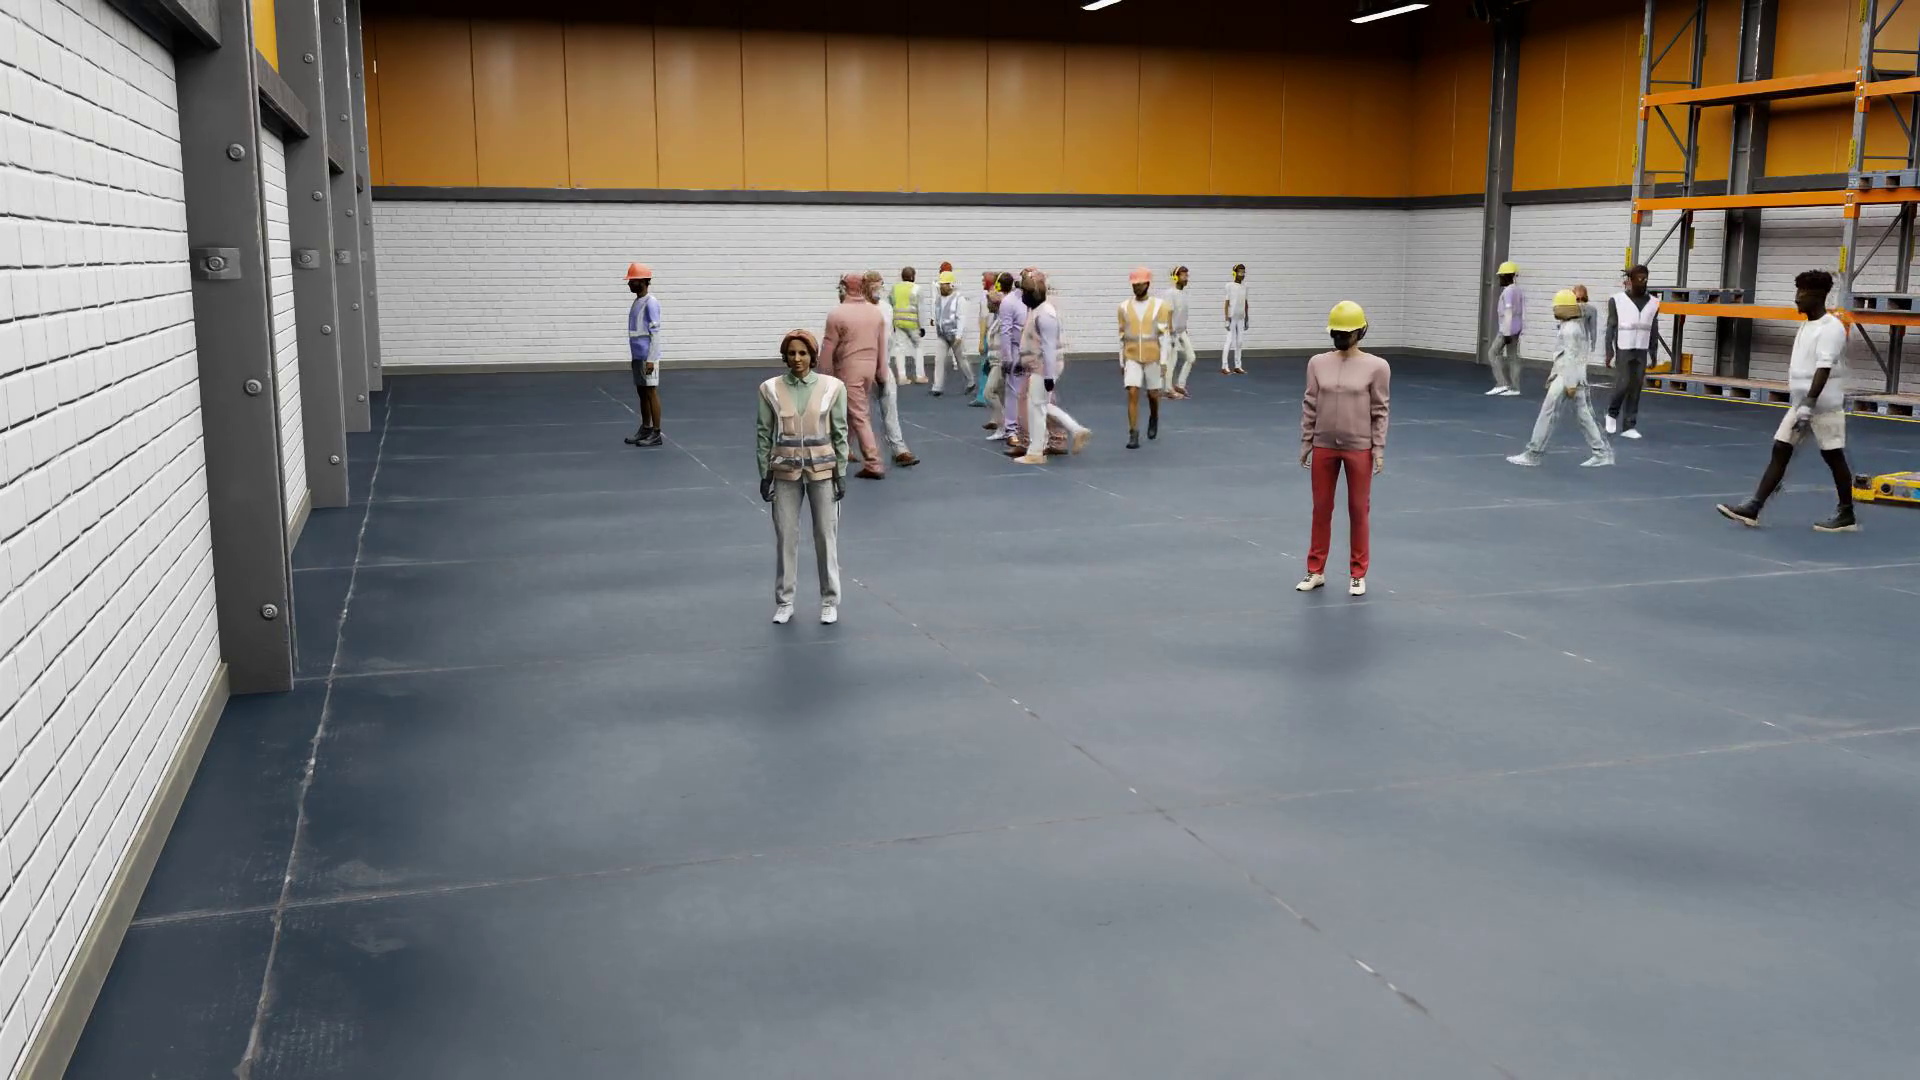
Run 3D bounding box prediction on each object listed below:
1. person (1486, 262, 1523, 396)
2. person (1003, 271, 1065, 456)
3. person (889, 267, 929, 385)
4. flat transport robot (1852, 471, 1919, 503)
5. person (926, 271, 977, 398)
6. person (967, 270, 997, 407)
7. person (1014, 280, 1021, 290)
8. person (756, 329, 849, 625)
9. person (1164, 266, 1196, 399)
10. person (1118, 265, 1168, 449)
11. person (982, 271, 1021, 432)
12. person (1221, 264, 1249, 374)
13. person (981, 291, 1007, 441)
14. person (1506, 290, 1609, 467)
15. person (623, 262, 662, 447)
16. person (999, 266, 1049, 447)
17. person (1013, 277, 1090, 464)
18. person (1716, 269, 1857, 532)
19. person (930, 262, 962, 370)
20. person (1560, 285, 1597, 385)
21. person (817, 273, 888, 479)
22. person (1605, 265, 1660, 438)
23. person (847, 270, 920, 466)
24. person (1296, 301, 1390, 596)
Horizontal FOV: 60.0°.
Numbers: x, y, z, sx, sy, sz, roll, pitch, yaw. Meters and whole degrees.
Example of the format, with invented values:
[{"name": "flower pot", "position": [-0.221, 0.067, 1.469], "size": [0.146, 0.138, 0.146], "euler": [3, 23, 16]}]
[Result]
[{"name": "person", "position": [7.782, -3.002, 23.745], "size": [0.588, 1.907, 0.589], "euler": [7, 12, 36]}, {"name": "person", "position": [0.729, -1.774, 16.810], "size": [0.764, 1.860, 0.677], "euler": [1, 10, 3]}, {"name": "person", "position": [-0.749, -3.332, 25.898], "size": [0.662, 1.818, 0.728], "euler": [5, 11, 28]}, {"name": "flat transport robot", "position": [7.994, -0.381, 13.304], "size": [0.652, 0.197, 1.431], "euler": [-7, 12, -35]}, {"name": "person", "position": [-0.089, -2.921, 23.679], "size": [0.593, 1.795, 0.903], "euler": [9, 13, 41]}, {"name": "person", "position": [0.467, -2.631, 21.859], "size": [0.792, 1.819, 0.576], "euler": [5, 11, 25]}, {"name": "person", "position": [0.798, -2.837, 23.514], "size": [0.823, 1.659, 0.541], "euler": [5, 11, 29]}, {"name": "person", "position": [-0.863, -0.342, 9.157], "size": [0.509, 1.629, 0.315], "euler": [0, 10, -1]}, {"name": "person", "position": [3.080, -2.879, 23.183], "size": [0.550, 1.851, 0.569], "euler": [9, 13, 41]}, {"name": "person", "position": [1.939, -1.943, 17.588], "size": [0.545, 1.918, 0.775], "euler": [2, 10, 14]}, {"name": "person", "position": [0.543, -2.134, 18.927], "size": [0.521, 1.847, 0.841], "euler": [-9, 13, -42]}, {"name": "person", "position": [4.666, -3.723, 28.079], "size": [0.501, 1.860, 0.342], "euler": [-5, 11, -27]}, {"name": "person", "position": [0.413, -1.875, 18.035], "size": [0.369, 1.628, 0.538], "euler": [-1, 10, -4]}, {"name": "person", "position": [5.789, -1.533, 15.870], "size": [0.915, 1.696, 0.499], "euler": [5, 11, 26]}, {"name": "person", "position": [-3.364, -1.958, 17.619], "size": [0.357, 1.938, 0.542], "euler": [-6, 12, -32]}, {"name": "person", "position": [0.726, -1.939, 17.607], "size": [0.643, 1.905, 0.400], "euler": [-6, 12, -33]}, {"name": "person", "position": [0.885, -1.639, 16.136], "size": [0.677, 1.820, 0.646], "euler": [-1, 10, -4]}, {"name": "person", "position": [6.152, -1.008, 12.154], "size": [0.990, 1.909, 0.627], "euler": [1, 10, 3]}, {"name": "person", "position": [-0.234, -3.899, 29.009], "size": [0.581, 1.882, 0.339], "euler": [-2, 10, -14]}, {"name": "person", "position": [8.640, -2.769, 23.284], "size": [0.506, 1.606, 0.720], "euler": [4, 10, 20]}, {"name": "person", "position": [-1.039, -1.503, 15.209], "size": [0.984, 1.851, 0.675], "euler": [8, 13, 41]}, {"name": "person", "position": [7.439, -2.081, 18.400], "size": [0.613, 1.908, 0.441], "euler": [-2, 10, -9]}, {"name": "person", "position": [-0.864, -1.643, 15.984], "size": [1.055, 1.881, 0.660], "euler": [8, 13, 39]}, {"name": "person", "position": [2.286, -0.543, 9.949], "size": [0.524, 1.760, 0.328], "euler": [5, 11, 28]}]
